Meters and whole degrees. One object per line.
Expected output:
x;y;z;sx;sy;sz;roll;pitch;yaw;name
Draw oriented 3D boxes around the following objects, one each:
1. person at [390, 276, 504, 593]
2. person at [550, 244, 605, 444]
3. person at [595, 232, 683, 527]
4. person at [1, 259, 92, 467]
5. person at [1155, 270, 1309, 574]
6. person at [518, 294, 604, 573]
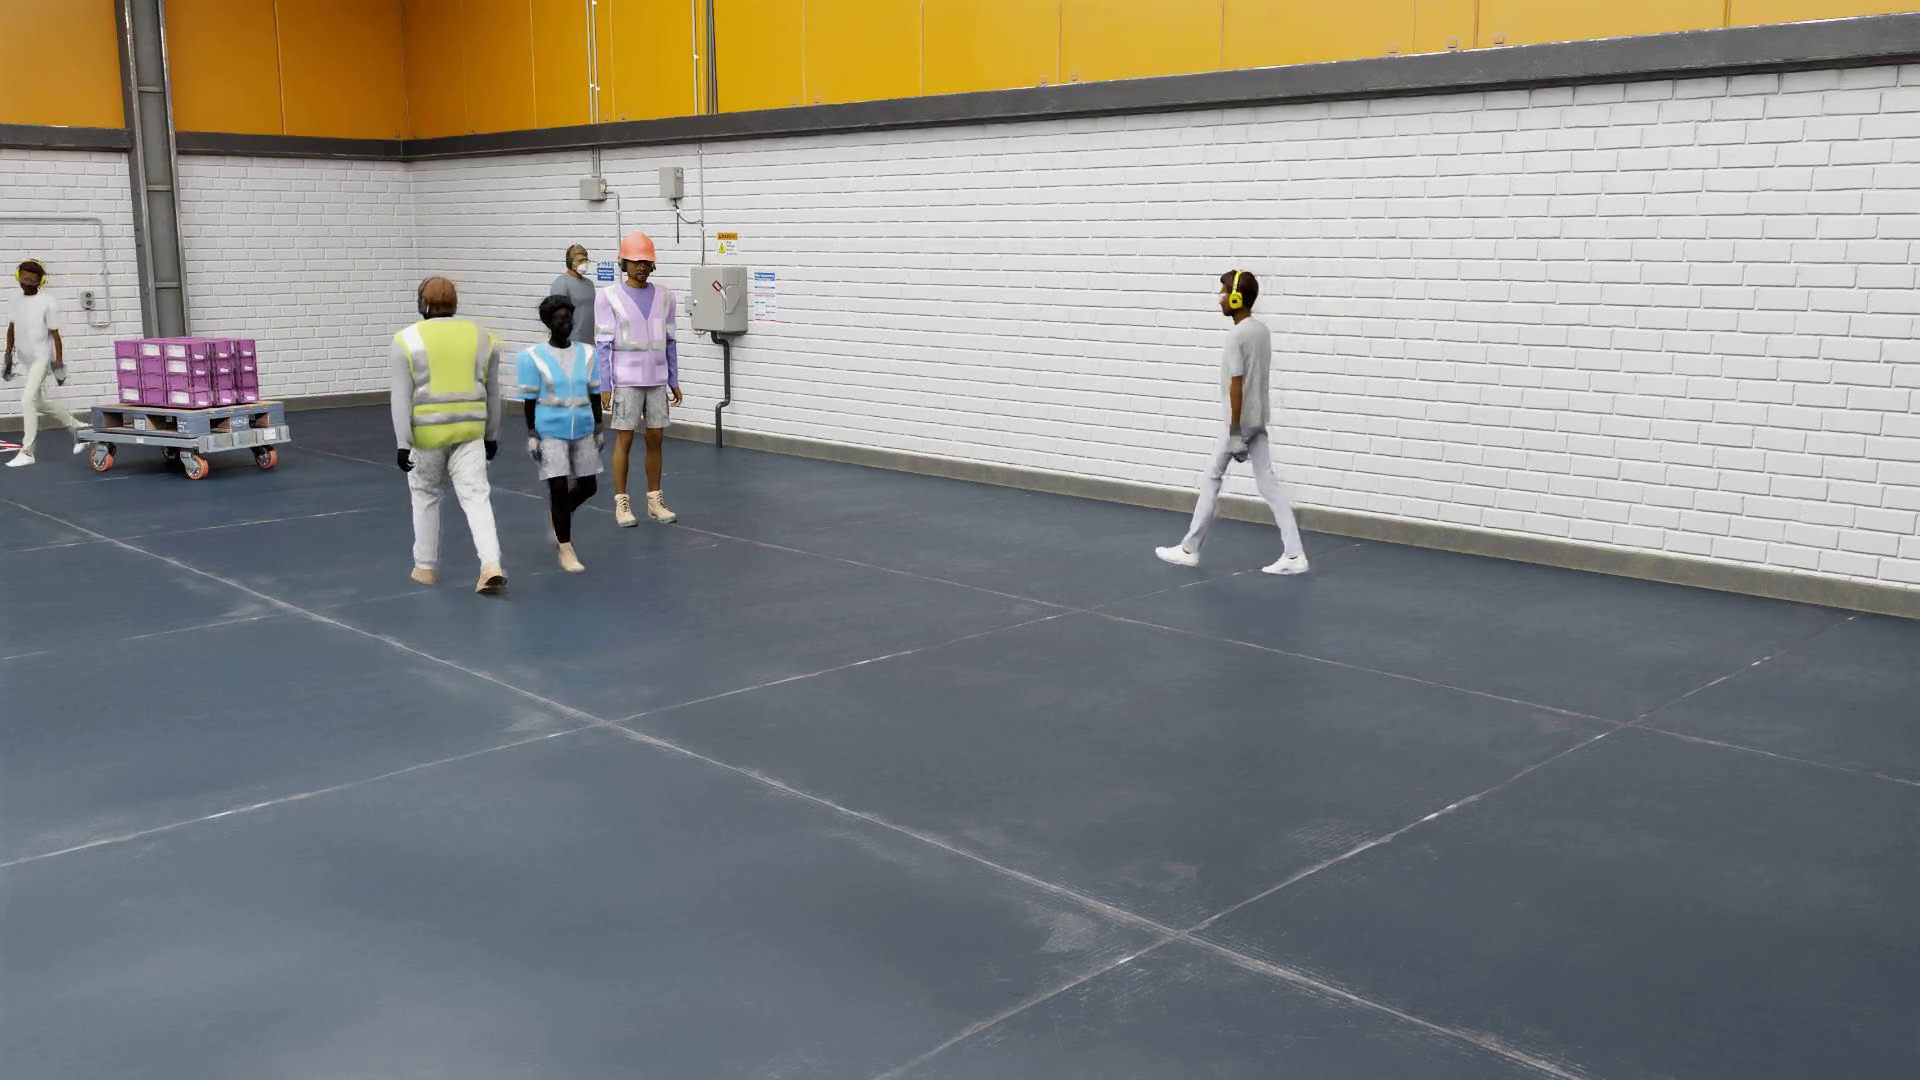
-2.893;-0.595;9.464;0.643;1.806;0.934;-7;13;-34;person
-3.632;-1.829;15.801;0.355;1.936;0.636;3;11;17;person
-2.220;-1.113;11.608;0.616;2.040;0.382;-8;13;-36;person
-8.163;-1.589;14.811;0.569;1.823;0.844;5;11;23;person
1.684;-0.702;9.986;0.982;1.819;0.512;9;14;40;person
-2.445;-0.657;10.136;0.537;1.679;0.576;-8;13;-37;person
